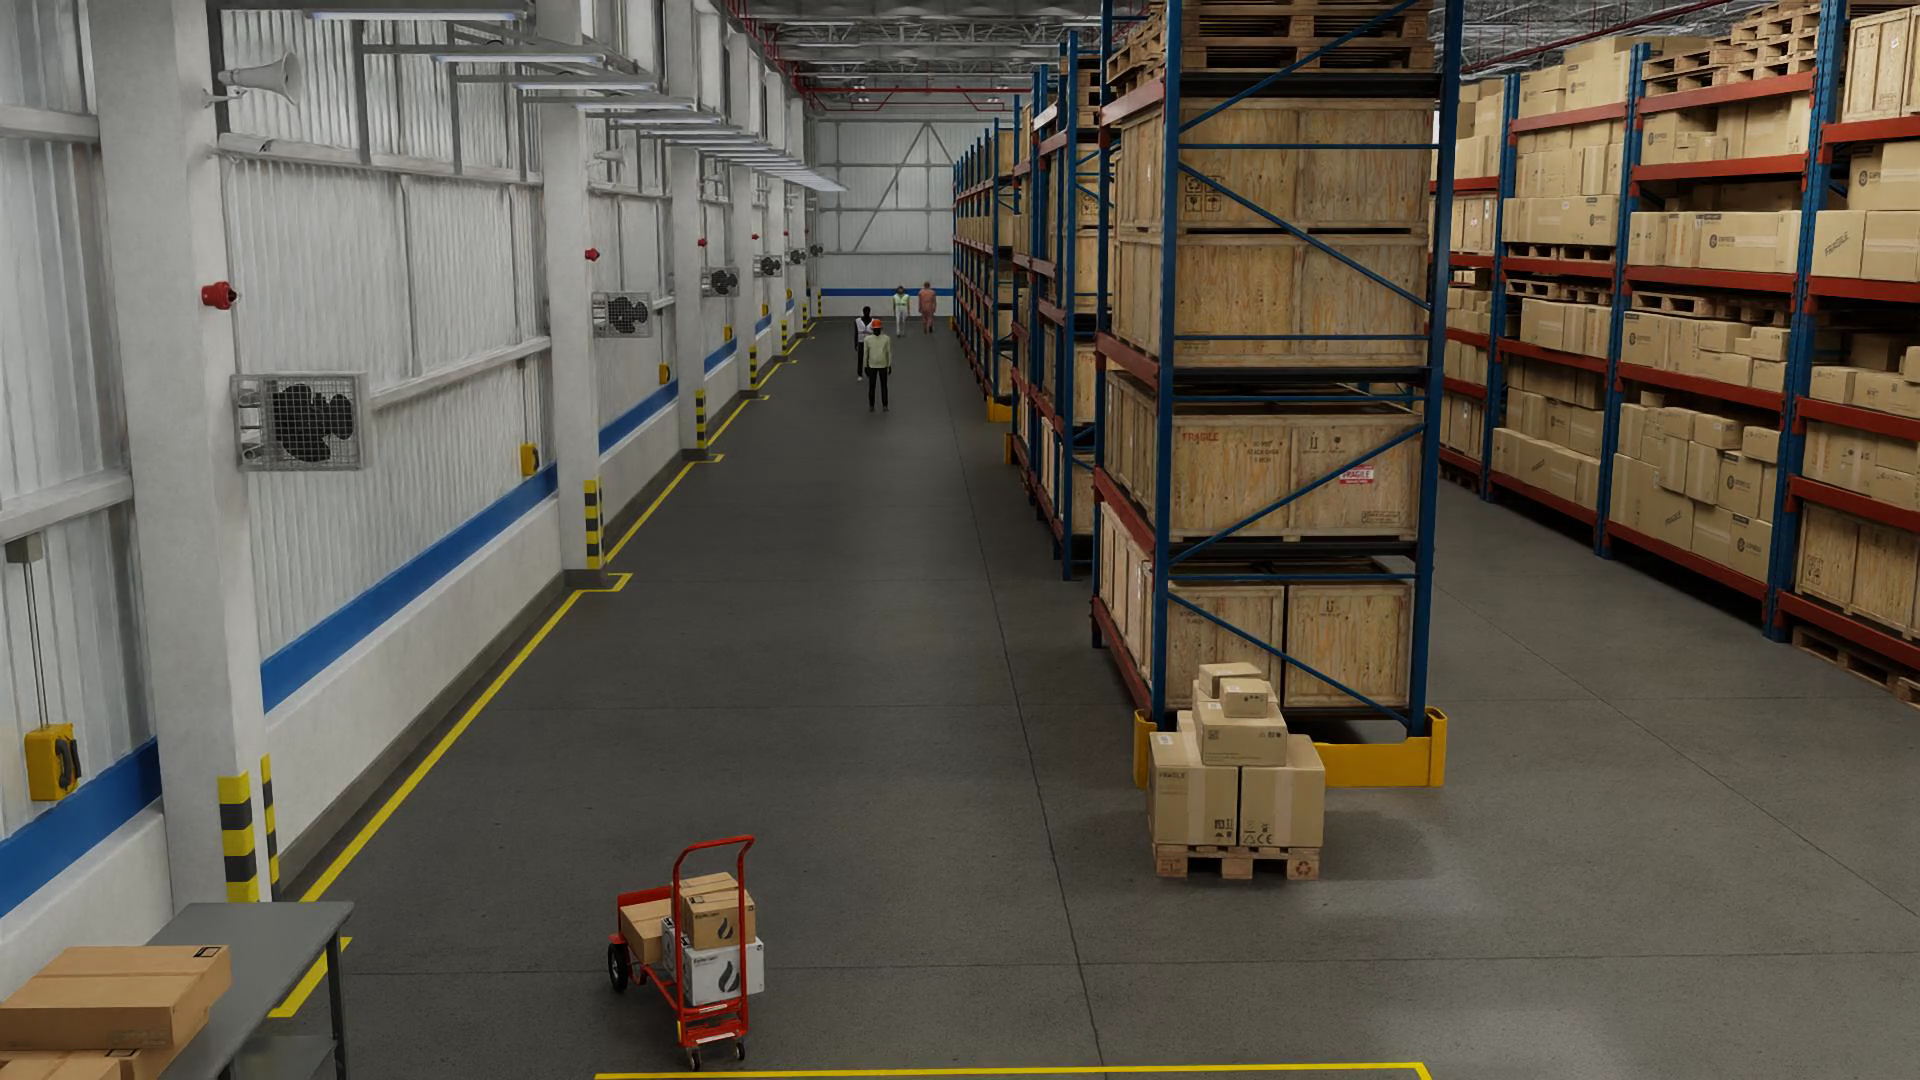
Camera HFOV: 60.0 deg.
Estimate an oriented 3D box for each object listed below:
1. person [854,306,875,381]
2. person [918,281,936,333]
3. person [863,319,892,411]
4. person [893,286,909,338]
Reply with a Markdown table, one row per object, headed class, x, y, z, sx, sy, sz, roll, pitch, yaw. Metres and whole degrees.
| class | x | y | z | sx | sy | sz | roll | pitch | yaw |
| --- | --- | --- | --- | --- | --- | --- | --- | --- | --- |
| person | -2.411 | -5.028 | 42.554 | 0.601 | 1.907 | 0.386 | -2 | 11 | -10 |
| person | -1.198 | -8.449 | 60.381 | 0.643 | 1.894 | 0.424 | 0 | 11 | 0 |
| person | -1.761 | -3.739 | 35.643 | 0.622 | 1.986 | 0.410 | -1 | 11 | -6 |
| person | -2.046 | -7.954 | 58.076 | 0.592 | 1.802 | 0.971 | 1 | 11 | 4 |
